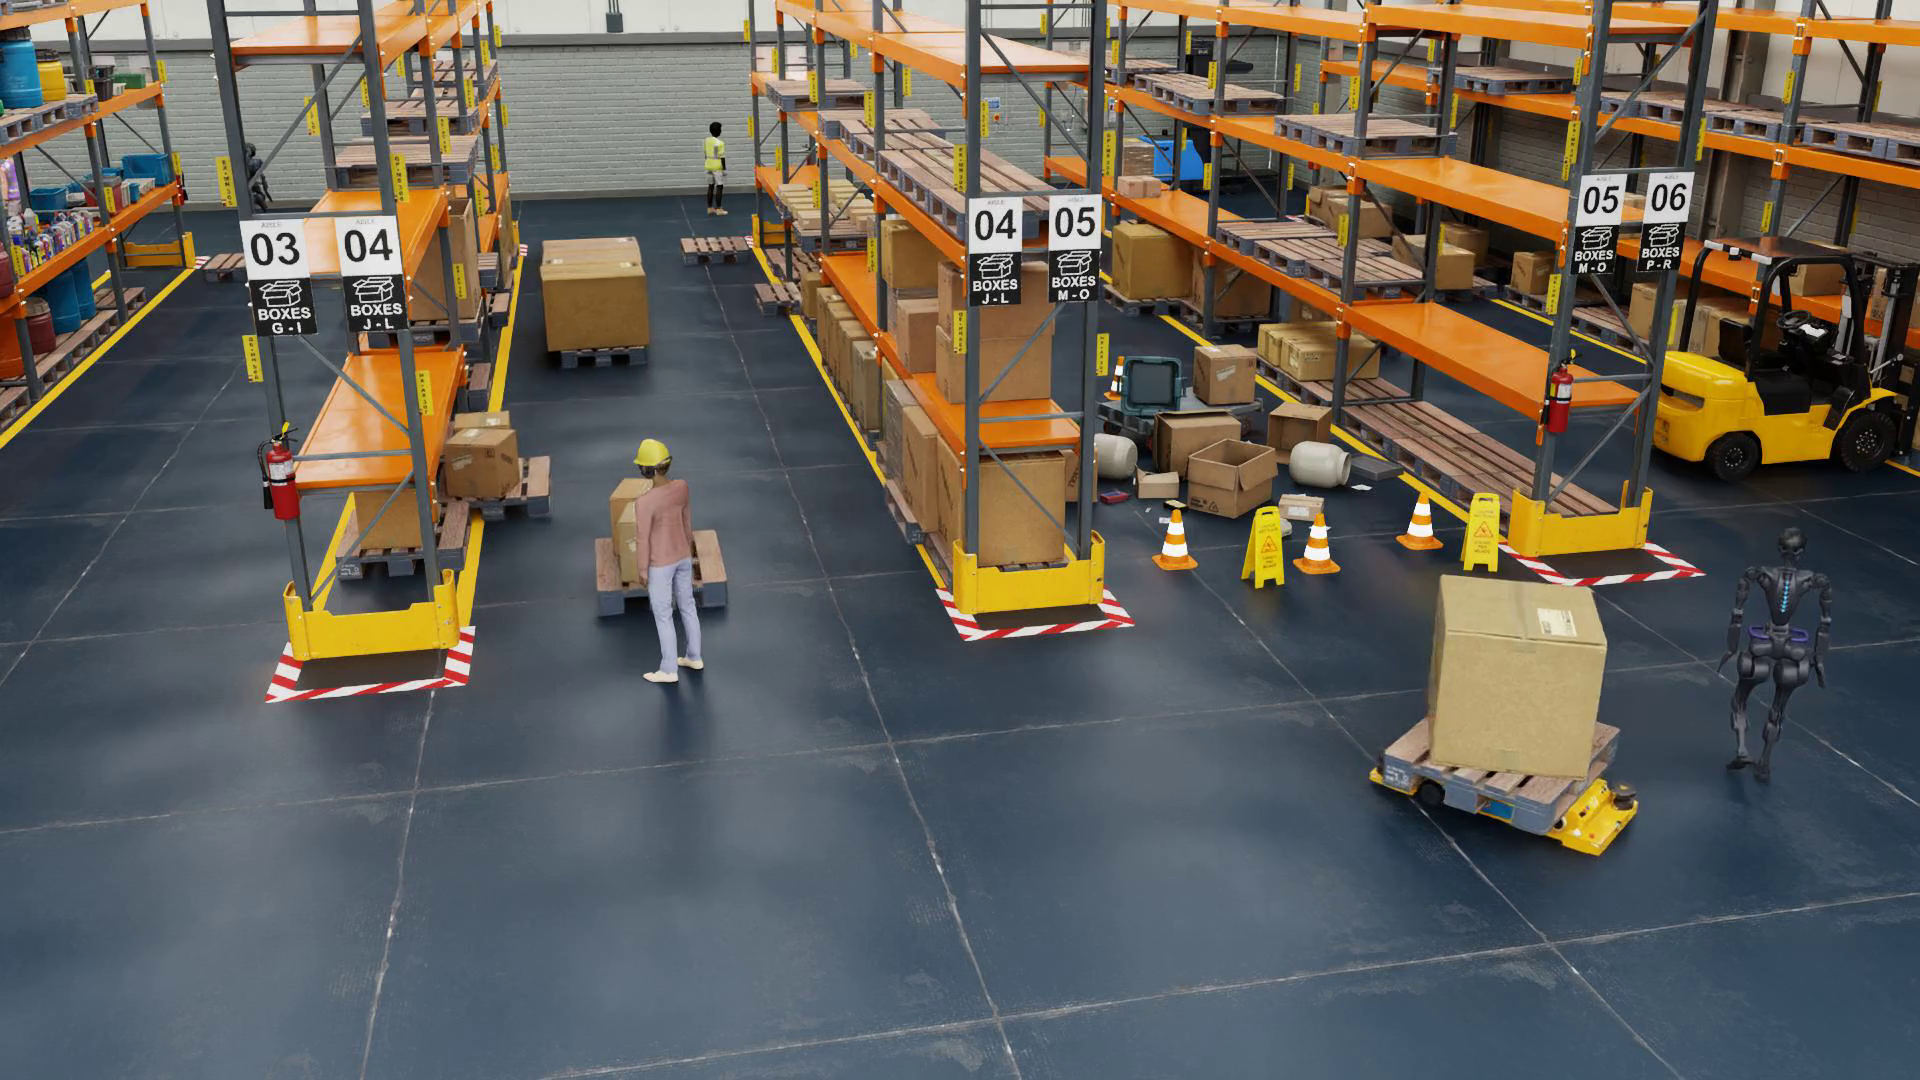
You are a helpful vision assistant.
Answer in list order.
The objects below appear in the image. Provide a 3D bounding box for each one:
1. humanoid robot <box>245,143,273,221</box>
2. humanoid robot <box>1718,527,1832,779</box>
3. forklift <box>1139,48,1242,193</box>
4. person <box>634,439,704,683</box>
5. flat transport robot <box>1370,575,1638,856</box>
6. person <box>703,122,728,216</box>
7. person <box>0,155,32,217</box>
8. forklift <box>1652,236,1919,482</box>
[{"bbox_3d":[-11.784,-5.795,27.783,0.341,1.643,0.583,7,21,18],"label":"humanoid robot"},{"bbox_3d":[5.048,0.701,10.286,0.611,1.644,0.337,8,22,20],"label":"humanoid robot"},{"bbox_3d":[4.566,-8.313,32.860,1.873,2.768,1.129,-4,21,-12],"label":"forklift"},{"bbox_3d":[-2.083,0.141,11.686,0.345,1.761,0.523,13,24,31],"label":"person"},{"bbox_3d":[3.302,1.504,10.153,1.431,0.231,0.659,16,26,36],"label":"flat transport robot"},{"bbox_3d":[-4.474,-6.797,30.468,0.539,1.685,0.323,16,26,37],"label":"person"},{"bbox_3d":[-15.368,-5.566,27.154,0.350,1.688,0.488,11,23,27],"label":"person"},{"bbox_3d":[8.013,-1.814,16.330,2.313,2.155,1.214,-4,21,-12],"label":"forklift"}]
